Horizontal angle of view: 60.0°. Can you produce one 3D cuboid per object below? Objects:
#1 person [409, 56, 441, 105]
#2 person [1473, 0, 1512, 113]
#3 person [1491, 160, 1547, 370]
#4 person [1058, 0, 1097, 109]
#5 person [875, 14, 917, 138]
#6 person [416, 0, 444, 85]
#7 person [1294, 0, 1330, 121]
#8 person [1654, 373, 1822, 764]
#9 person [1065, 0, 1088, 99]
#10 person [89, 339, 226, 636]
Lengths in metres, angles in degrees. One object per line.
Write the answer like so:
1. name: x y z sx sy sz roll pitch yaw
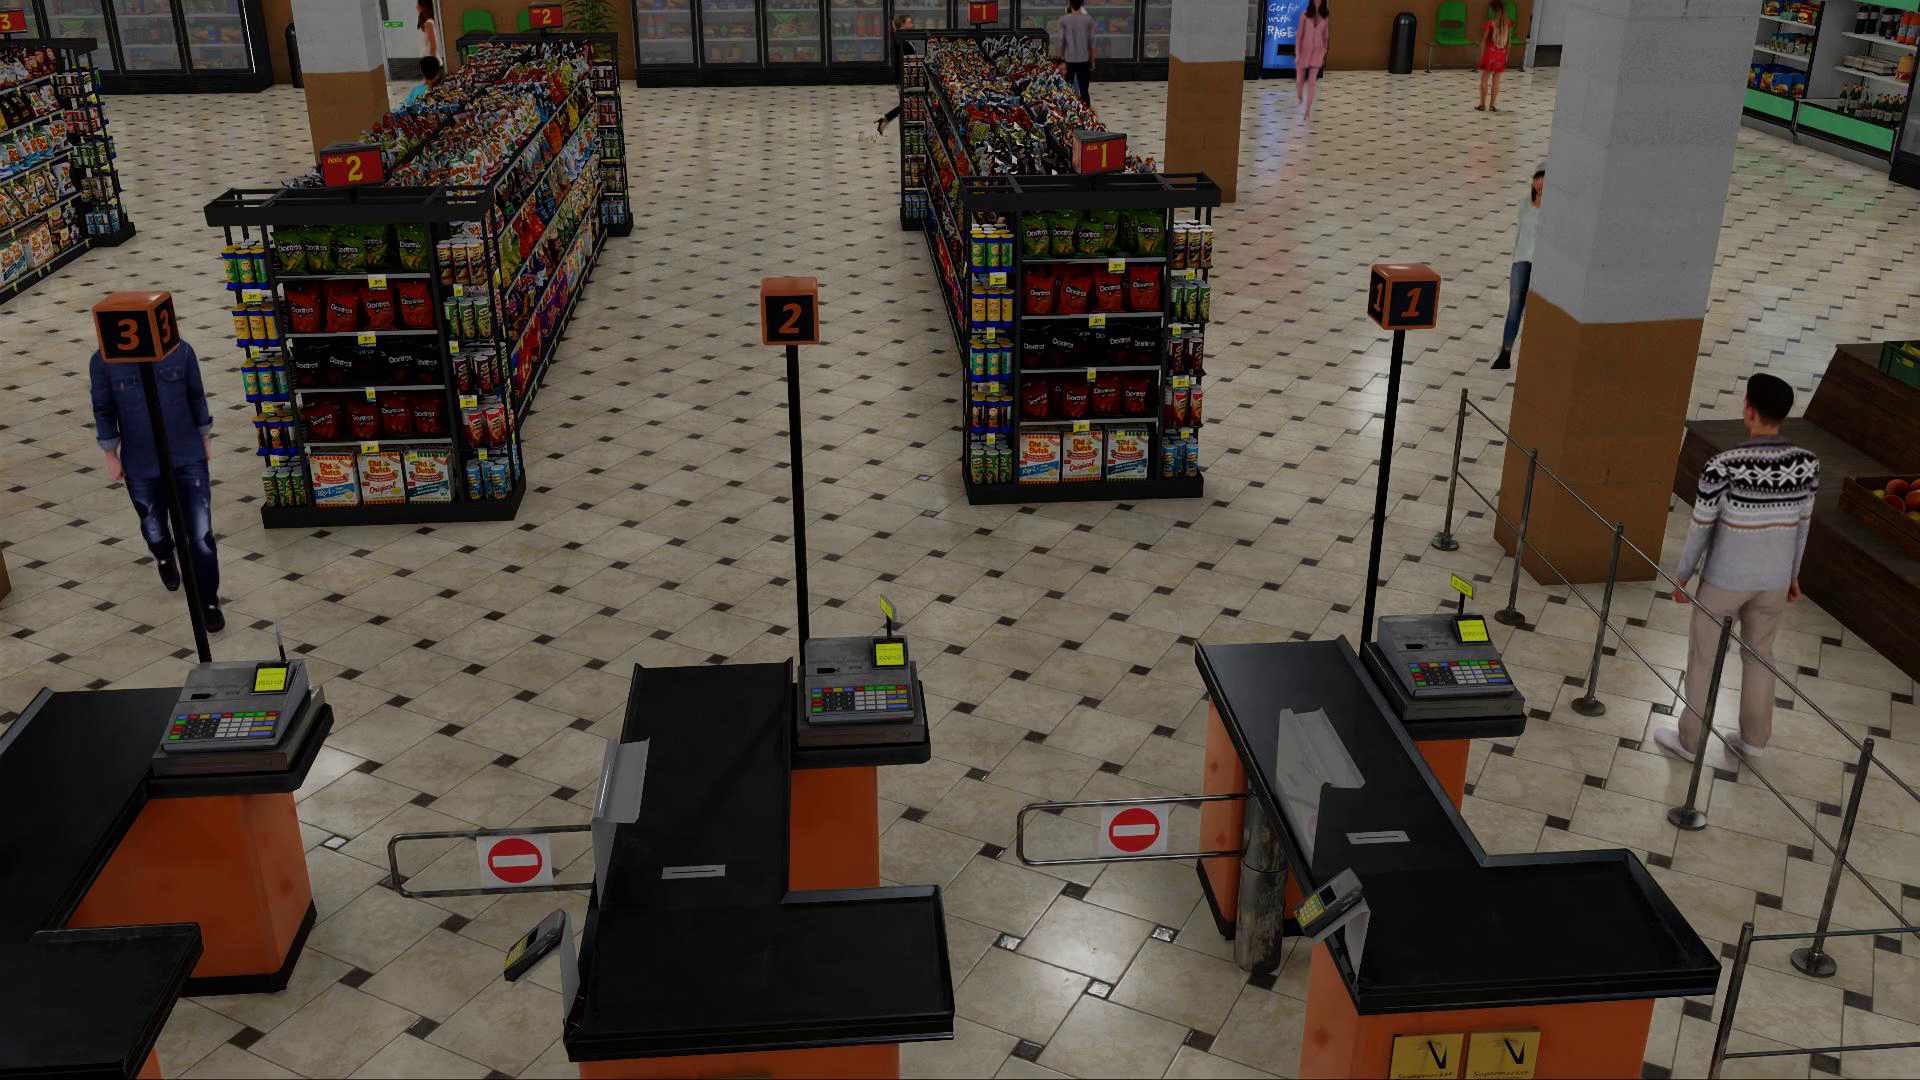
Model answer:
1. person: -5.460 -4.103 17.325 0.623 1.762 0.604 -2 24 -4
2. person: 7.844 -7.108 24.418 0.590 1.581 0.552 4 24 10
3. person: 4.565 -2.150 13.067 1.084 1.598 1.158 18 29 35
4. person: 1.598 -6.600 22.932 0.678 1.842 0.541 0 24 0
5. person: -0.797 -5.963 21.666 0.836 1.690 0.894 5 24 12
6. person: -7.275 -6.583 22.964 0.712 1.785 0.584 -12 26 -25
7. person: 4.987 -6.922 23.743 0.720 1.782 1.002 1 24 3
8. person: 3.537 0.169 7.444 0.717 1.856 0.608 -1 24 -3
9. person: 1.748 -7.476 25.121 0.765 1.692 0.646 -15 28 -31
10. person: -4.267 -0.430 8.892 1.032 1.794 1.273 -12 26 -25
